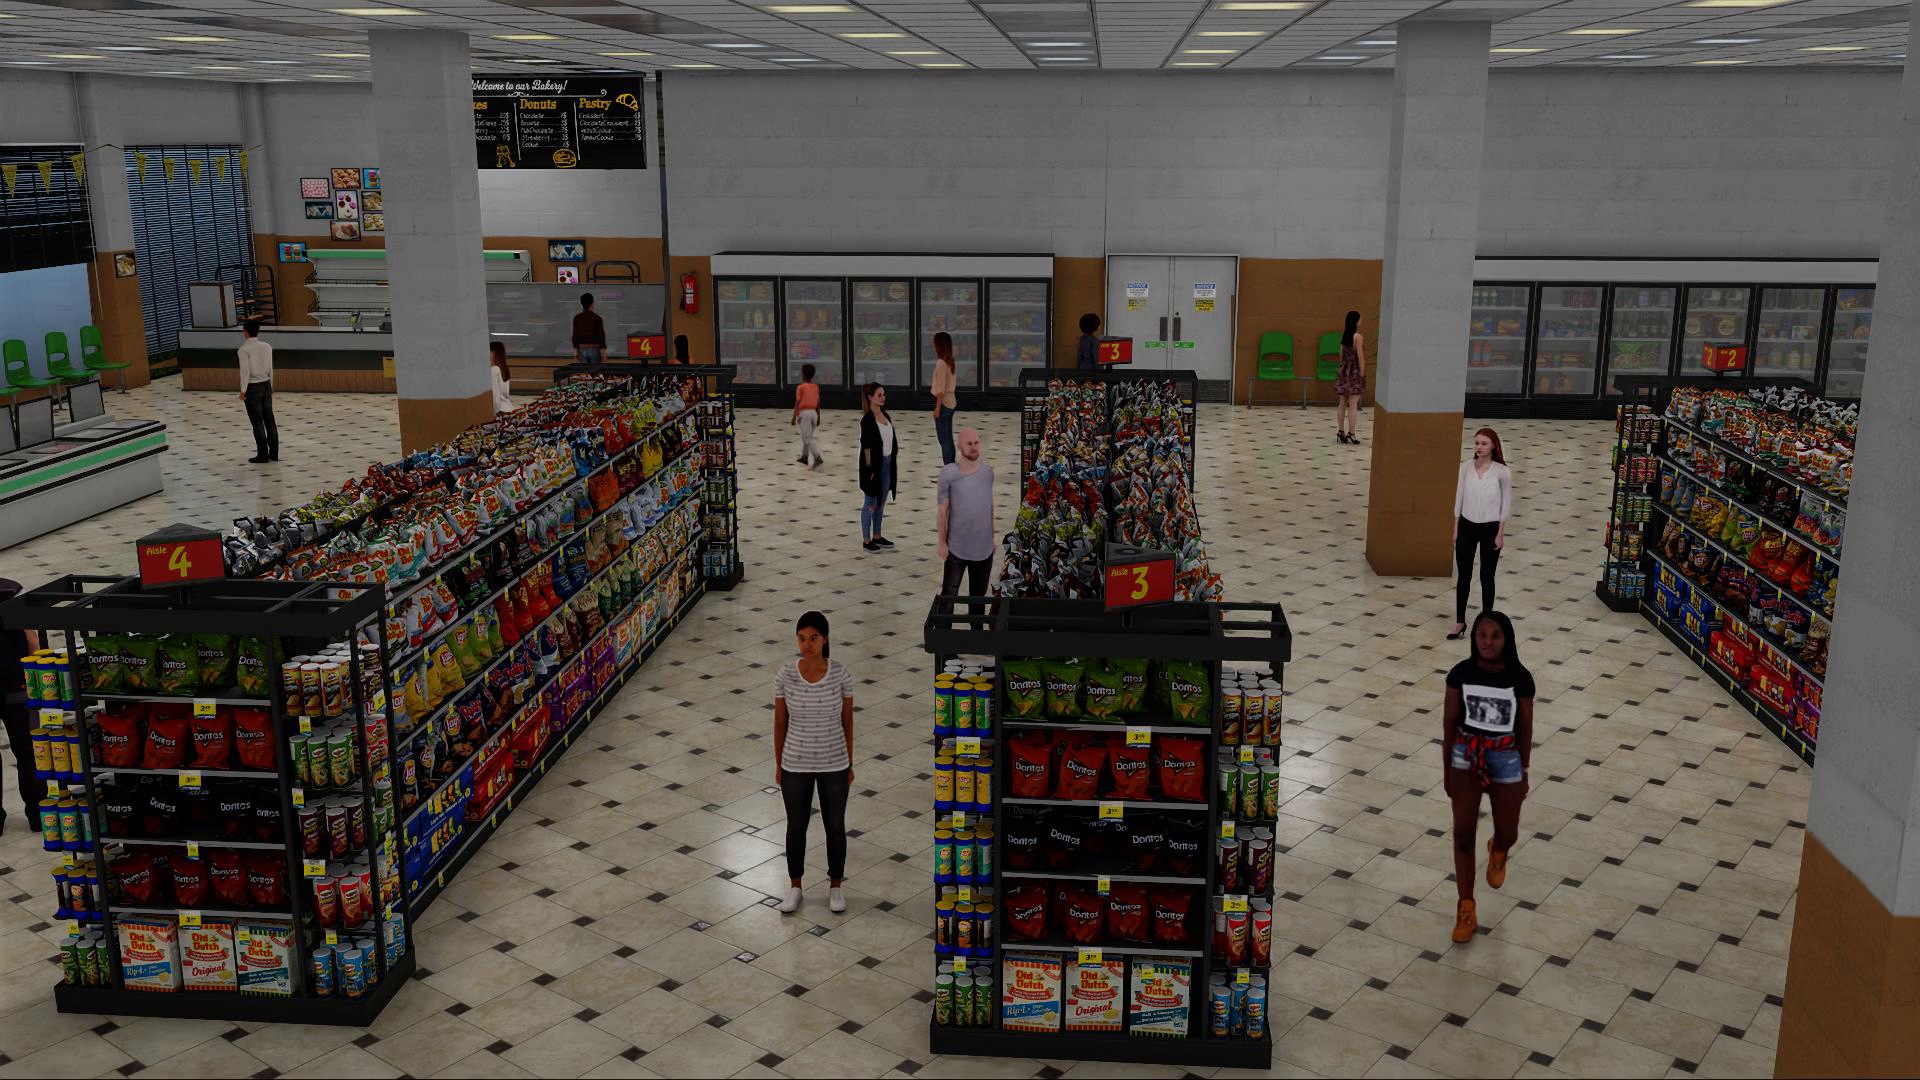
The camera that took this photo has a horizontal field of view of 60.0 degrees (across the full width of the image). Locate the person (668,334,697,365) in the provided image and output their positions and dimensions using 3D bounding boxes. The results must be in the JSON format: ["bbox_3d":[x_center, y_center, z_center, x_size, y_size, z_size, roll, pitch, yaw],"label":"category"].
[{"bbox_3d":[-3.440,-1.746,20.723,0.639,1.659,0.713,-13,19,-43],"label":"person"}]

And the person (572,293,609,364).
[{"bbox_3d":[-5.502,-2.775,24.707,0.652,1.780,0.504,1,14,6],"label":"person"}]

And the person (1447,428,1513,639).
[{"bbox_3d":[4.207,-0.038,13.468,0.668,1.760,0.671,10,17,35],"label":"person"}]

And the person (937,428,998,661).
[{"bbox_3d":[0.067,0.023,13.052,0.767,1.837,0.792,-8,16,-30],"label":"person"}]

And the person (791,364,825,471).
[{"bbox_3d":[-1.848,-1.508,20.508,0.853,1.298,0.911,-11,18,-39],"label":"person"}]

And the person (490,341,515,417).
[{"bbox_3d":[-5.434,-1.510,19.681,0.664,1.691,0.468,1,14,5],"label":"person"}]

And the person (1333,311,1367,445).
[{"bbox_3d":[5.235,-2.181,22.273,0.858,1.773,0.779,-7,15,-26],"label":"person"}]

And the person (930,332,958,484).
[{"bbox_3d":[-0.176,-1.578,19.748,0.693,1.792,0.531,4,14,17],"label":"person"}]

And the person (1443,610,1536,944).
[{"bbox_3d":[2.717,1.179,8.556,0.795,1.710,1.031,6,15,24],"label":"person"}]

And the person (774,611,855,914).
[{"bbox_3d":[-0.761,1.165,8.752,0.587,1.646,0.544,0,14,-1],"label":"person"}]

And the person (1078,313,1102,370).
[{"bbox_3d":[1.747,-2.218,22.559,0.717,1.710,0.619,-7,16,-28],"label":"person"}]

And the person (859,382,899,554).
[{"bbox_3d":[-0.835,-0.728,16.475,0.774,1.684,0.643,8,16,29],"label":"person"}]

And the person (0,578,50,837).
[{"bbox_3d":[-5.624,0.828,9.707,0.737,1.849,0.727,-5,15,-20],"label":"person"}]

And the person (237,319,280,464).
[{"bbox_3d":[-8.846,-1.883,20.964,0.792,1.811,0.622,6,15,24],"label":"person"}]
